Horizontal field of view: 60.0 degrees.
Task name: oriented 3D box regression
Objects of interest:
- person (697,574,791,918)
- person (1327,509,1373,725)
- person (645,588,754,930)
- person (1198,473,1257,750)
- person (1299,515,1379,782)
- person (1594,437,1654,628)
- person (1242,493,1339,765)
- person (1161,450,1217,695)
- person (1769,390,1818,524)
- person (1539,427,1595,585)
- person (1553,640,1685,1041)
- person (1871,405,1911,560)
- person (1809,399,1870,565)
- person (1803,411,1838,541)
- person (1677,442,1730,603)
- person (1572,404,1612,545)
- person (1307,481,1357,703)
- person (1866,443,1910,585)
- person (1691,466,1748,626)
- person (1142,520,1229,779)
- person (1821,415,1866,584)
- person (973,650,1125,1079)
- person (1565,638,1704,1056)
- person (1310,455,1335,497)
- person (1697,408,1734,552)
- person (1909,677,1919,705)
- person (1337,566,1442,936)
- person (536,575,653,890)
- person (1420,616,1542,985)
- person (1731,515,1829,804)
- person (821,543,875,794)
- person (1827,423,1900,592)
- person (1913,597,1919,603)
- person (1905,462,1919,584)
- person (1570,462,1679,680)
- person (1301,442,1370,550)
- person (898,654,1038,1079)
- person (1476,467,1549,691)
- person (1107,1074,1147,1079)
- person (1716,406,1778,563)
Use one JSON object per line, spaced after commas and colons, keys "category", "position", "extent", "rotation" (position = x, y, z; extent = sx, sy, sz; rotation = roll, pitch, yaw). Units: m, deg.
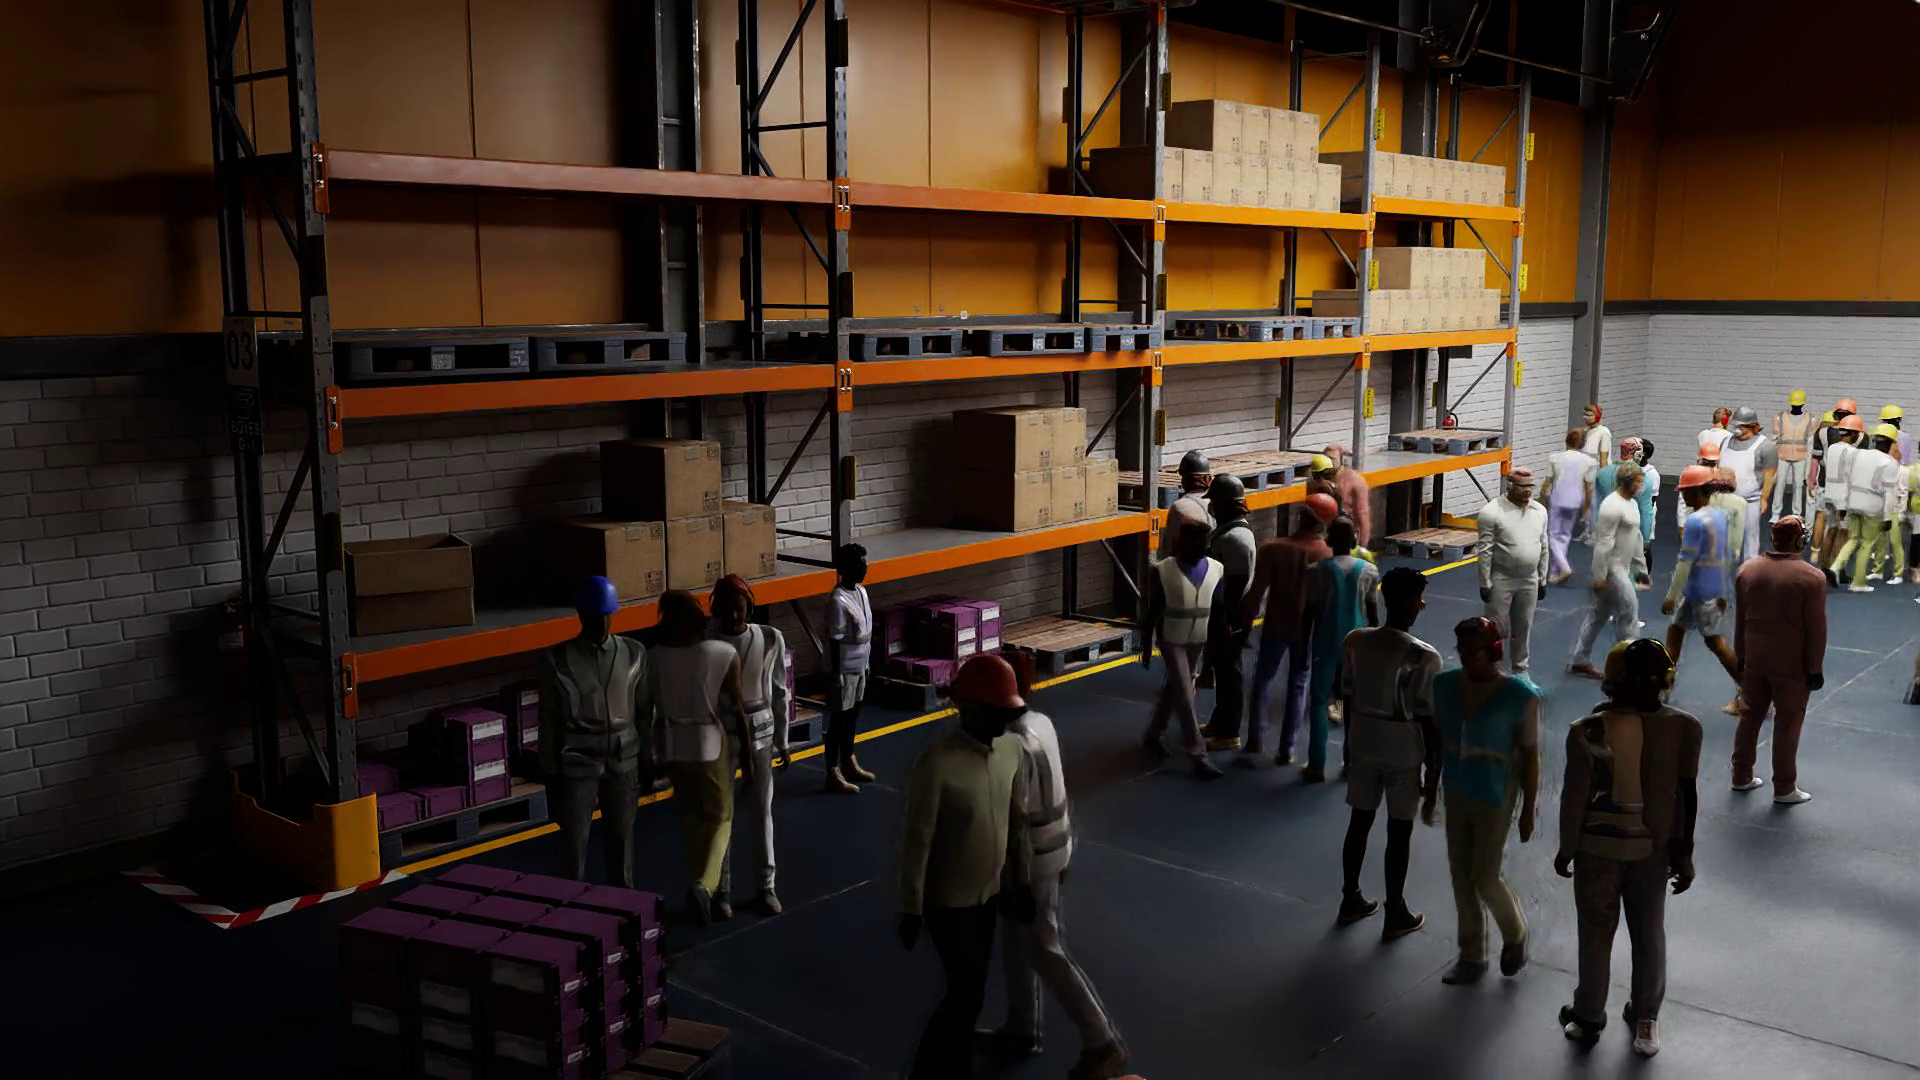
{"category": "person", "position": [-1.208, 1.107, 8.977], "extent": [0.584, 1.879, 0.369], "rotation": [-3, 9, -19]}
{"category": "person", "position": [2.894, 0.599, 12.928], "extent": [0.542, 1.659, 0.783], "rotation": [5, 10, 30]}
{"category": "person", "position": [-1.416, 1.163, 8.837], "extent": [0.608, 1.811, 0.692], "rotation": [0, 9, 2]}
{"category": "person", "position": [1.905, 0.515, 12.258], "extent": [0.538, 2.000, 0.684], "rotation": [1, 9, 4]}
{"category": "person", "position": [2.606, 0.748, 11.424], "extent": [0.524, 1.836, 0.359], "rotation": [0, 9, -2]}
{"category": "person", "position": [6.603, -0.072, 16.513], "extent": [0.399, 1.900, 0.645], "rotation": [-5, 10, -31]}
{"category": "person", "position": [2.373, 0.631, 11.835], "extent": [0.716, 1.945, 0.404], "rotation": [1, 9, 5]}
{"category": "person", "position": [1.920, 0.266, 13.864], "extent": [0.674, 2.000, 0.537], "rotation": [-8, 12, -41]}
{"category": "person", "position": [11.769, -1.169, 23.511], "extent": [0.585, 1.918, 0.382], "rotation": [4, 10, 26]}
{"category": "person", "position": [6.805, -0.366, 18.703], "extent": [0.586, 1.806, 0.617], "rotation": [1, 9, 9]}
{"category": "person", "position": [2.978, 1.354, 7.516], "extent": [0.602, 1.828, 0.404], "rotation": [0, 9, -3]}
{"category": "person", "position": [11.486, -0.707, 20.563], "extent": [0.592, 1.912, 0.399], "rotation": [-7, 11, -38]}
{"category": "person", "position": [10.602, -0.690, 20.082], "extent": [0.615, 2.029, 0.409], "rotation": [6, 10, 32]}
{"category": "person", "position": [11.412, -0.835, 21.959], "extent": [0.492, 1.731, 0.323], "rotation": [3, 9, 21]}
{"category": "person", "position": [7.877, -0.170, 17.595], "extent": [0.573, 1.749, 0.342], "rotation": [-1, 9, -4]}
{"category": "person", "position": [8.299, -0.855, 21.750], "extent": [0.387, 1.838, 0.562], "rotation": [-1, 9, -7]}
{"category": "person", "position": [2.996, 0.430, 13.493], "extent": [0.430, 1.830, 0.651], "rotation": [0, 9, 0]}
{"category": "person", "position": [10.547, -0.309, 18.932], "extent": [0.314, 1.621, 0.514], "rotation": [-3, 9, -21]}
{"category": "person", "position": [7.478, 0.072, 16.503], "extent": [0.548, 1.603, 0.716], "rotation": [5, 10, 32]}
{"category": "person", "position": [1.578, 0.728, 11.709], "extent": [0.577, 1.789, 0.990], "rotation": [-5, 10, -29]}
{"category": "person", "position": [10.062, -0.462, 18.944], "extent": [0.388, 1.926, 0.549], "rotation": [0, 9, -3]}
{"category": "person", "position": [0.402, 1.395, 7.220], "extent": [0.698, 1.858, 0.594], "rotation": [2, 9, 11]}
{"category": "person", "position": [3.012, 1.349, 7.419], "extent": [0.520, 1.873, 0.328], "rotation": [6, 11, 36]}
{"category": "person", "position": [3.502, 0.057, 16.101], "extent": [0.328, 1.765, 0.528], "rotation": [7, 11, 39]}
{"category": "person", "position": [9.583, -0.757, 21.112], "extent": [0.390, 1.838, 0.563], "rotation": [-4, 9, -22]}
{"category": "person", "position": [8.136, 0.425, 13.320], "extent": [0.926, 1.889, 0.566], "rotation": [1, 9, 8]}
{"category": "person", "position": [2.262, 1.103, 8.750], "extent": [0.365, 1.960, 0.607], "rotation": [-7, 11, -40]}
{"category": "person", "position": [-1.860, 1.139, 8.525], "extent": [0.605, 1.950, 0.380], "rotation": [-6, 11, -33]}
{"category": "person", "position": [2.526, 1.265, 8.105], "extent": [0.432, 1.827, 0.560], "rotation": [-7, 11, -37]}
{"category": "person", "position": [5.442, 0.780, 11.028], "extent": [0.395, 1.901, 0.643], "rotation": [-5, 10, -27]}
{"category": "person", "position": [-0.756, 0.853, 11.209], "extent": [0.319, 1.691, 0.536], "rotation": [3, 9, 18]}
{"category": "person", "position": [9.943, -0.337, 18.238], "extent": [0.586, 1.885, 0.646], "rotation": [-3, 9, -21]}
{"category": "person", "position": [10.405, -0.228, 17.515], "extent": [0.678, 1.889, 0.633], "rotation": [1, 9, 6]}
{"category": "person", "position": [10.937, -0.334, 18.864], "extent": [0.547, 1.679, 0.387], "rotation": [1, 9, 4]}
{"category": "person", "position": [5.699, 0.293, 14.136], "extent": [0.978, 1.893, 0.643], "rotation": [6, 11, 35]}
{"category": "person", "position": [3.692, -0.038, 16.331], "extent": [0.690, 1.884, 0.511], "rotation": [7, 12, 40]}
{"category": "person", "position": [0.047, 1.414, 6.681], "extent": [0.478, 1.972, 0.641], "rotation": [6, 11, 36]}
{"category": "person", "position": [4.624, 0.334, 13.890], "extent": [0.644, 1.900, 0.399], "rotation": [-2, 9, -14]}
{"category": "person", "position": [0.225, 1.973, 3.278], "extent": [0.608, 1.899, 0.797], "rotation": [1, 9, 8]}
{"category": "person", "position": [8.856, -0.517, 18.912], "extent": [0.536, 2.000, 0.673], "rotation": [-6, 11, -34]}
